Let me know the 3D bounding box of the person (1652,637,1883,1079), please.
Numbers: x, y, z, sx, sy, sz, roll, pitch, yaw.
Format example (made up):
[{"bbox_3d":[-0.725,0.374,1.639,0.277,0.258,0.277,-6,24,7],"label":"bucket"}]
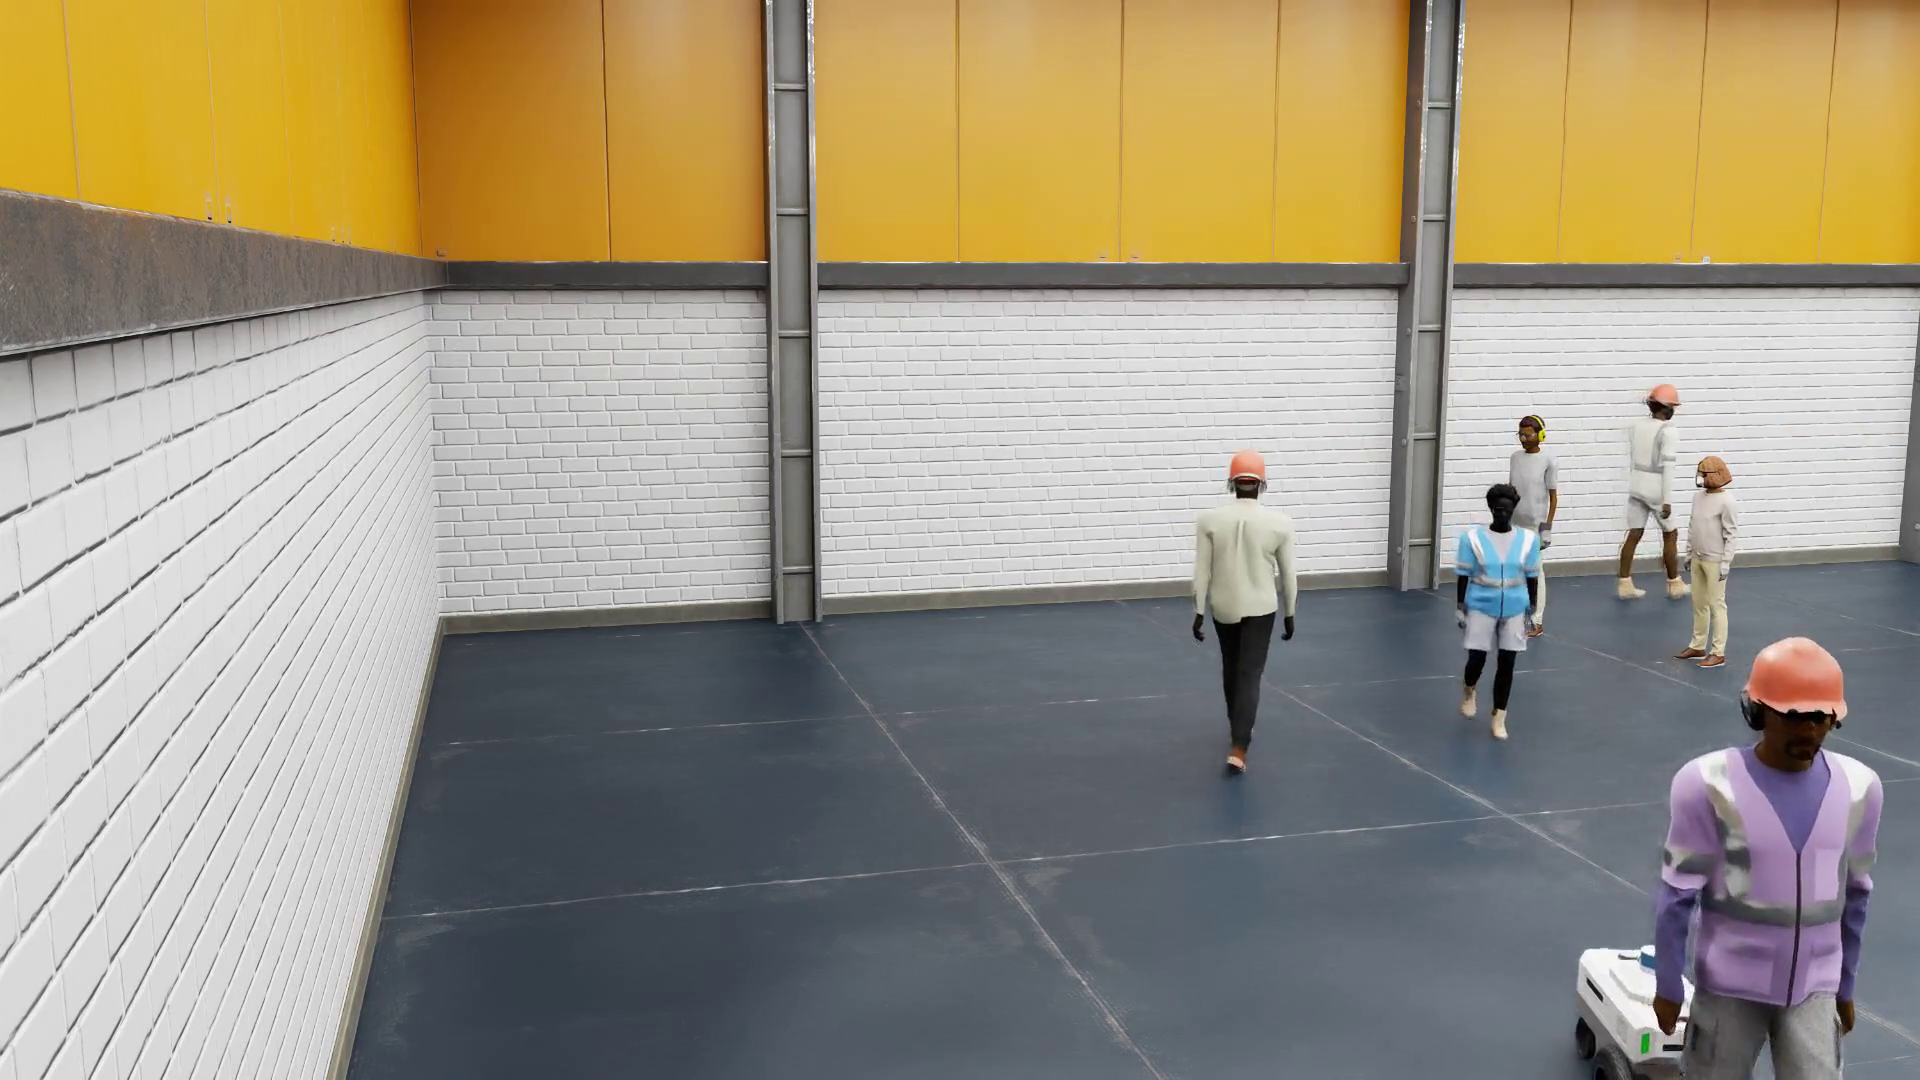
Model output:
[{"bbox_3d":[2.354,1.246,4.948,0.617,2.020,0.876,0,9,1],"label":"person"}]

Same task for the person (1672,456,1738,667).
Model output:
[{"bbox_3d":[5.786,0.164,12.864,0.266,1.631,0.507,-2,9,-10],"label":"person"}]

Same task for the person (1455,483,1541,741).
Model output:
[{"bbox_3d":[3.510,0.451,10.897,0.538,1.684,0.430,1,9,7],"label":"person"}]

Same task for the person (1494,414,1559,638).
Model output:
[{"bbox_3d":[4.737,-0.119,13.920,0.329,1.864,0.508,-6,11,-33],"label":"person"}]

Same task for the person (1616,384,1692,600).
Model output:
[{"bbox_3d":[6.532,-0.439,15.450,0.855,2.011,0.641,-3,10,-19],"label":"person"}]

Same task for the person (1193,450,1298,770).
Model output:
[{"bbox_3d":[1.771,0.416,10.333,0.634,1.949,1.038,3,10,19],"label":"person"}]

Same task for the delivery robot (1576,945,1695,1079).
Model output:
[{"bbox_3d":[2.542,1.736,6.116,0.477,0.478,0.707,0,9,2],"label":"delivery robot"}]
